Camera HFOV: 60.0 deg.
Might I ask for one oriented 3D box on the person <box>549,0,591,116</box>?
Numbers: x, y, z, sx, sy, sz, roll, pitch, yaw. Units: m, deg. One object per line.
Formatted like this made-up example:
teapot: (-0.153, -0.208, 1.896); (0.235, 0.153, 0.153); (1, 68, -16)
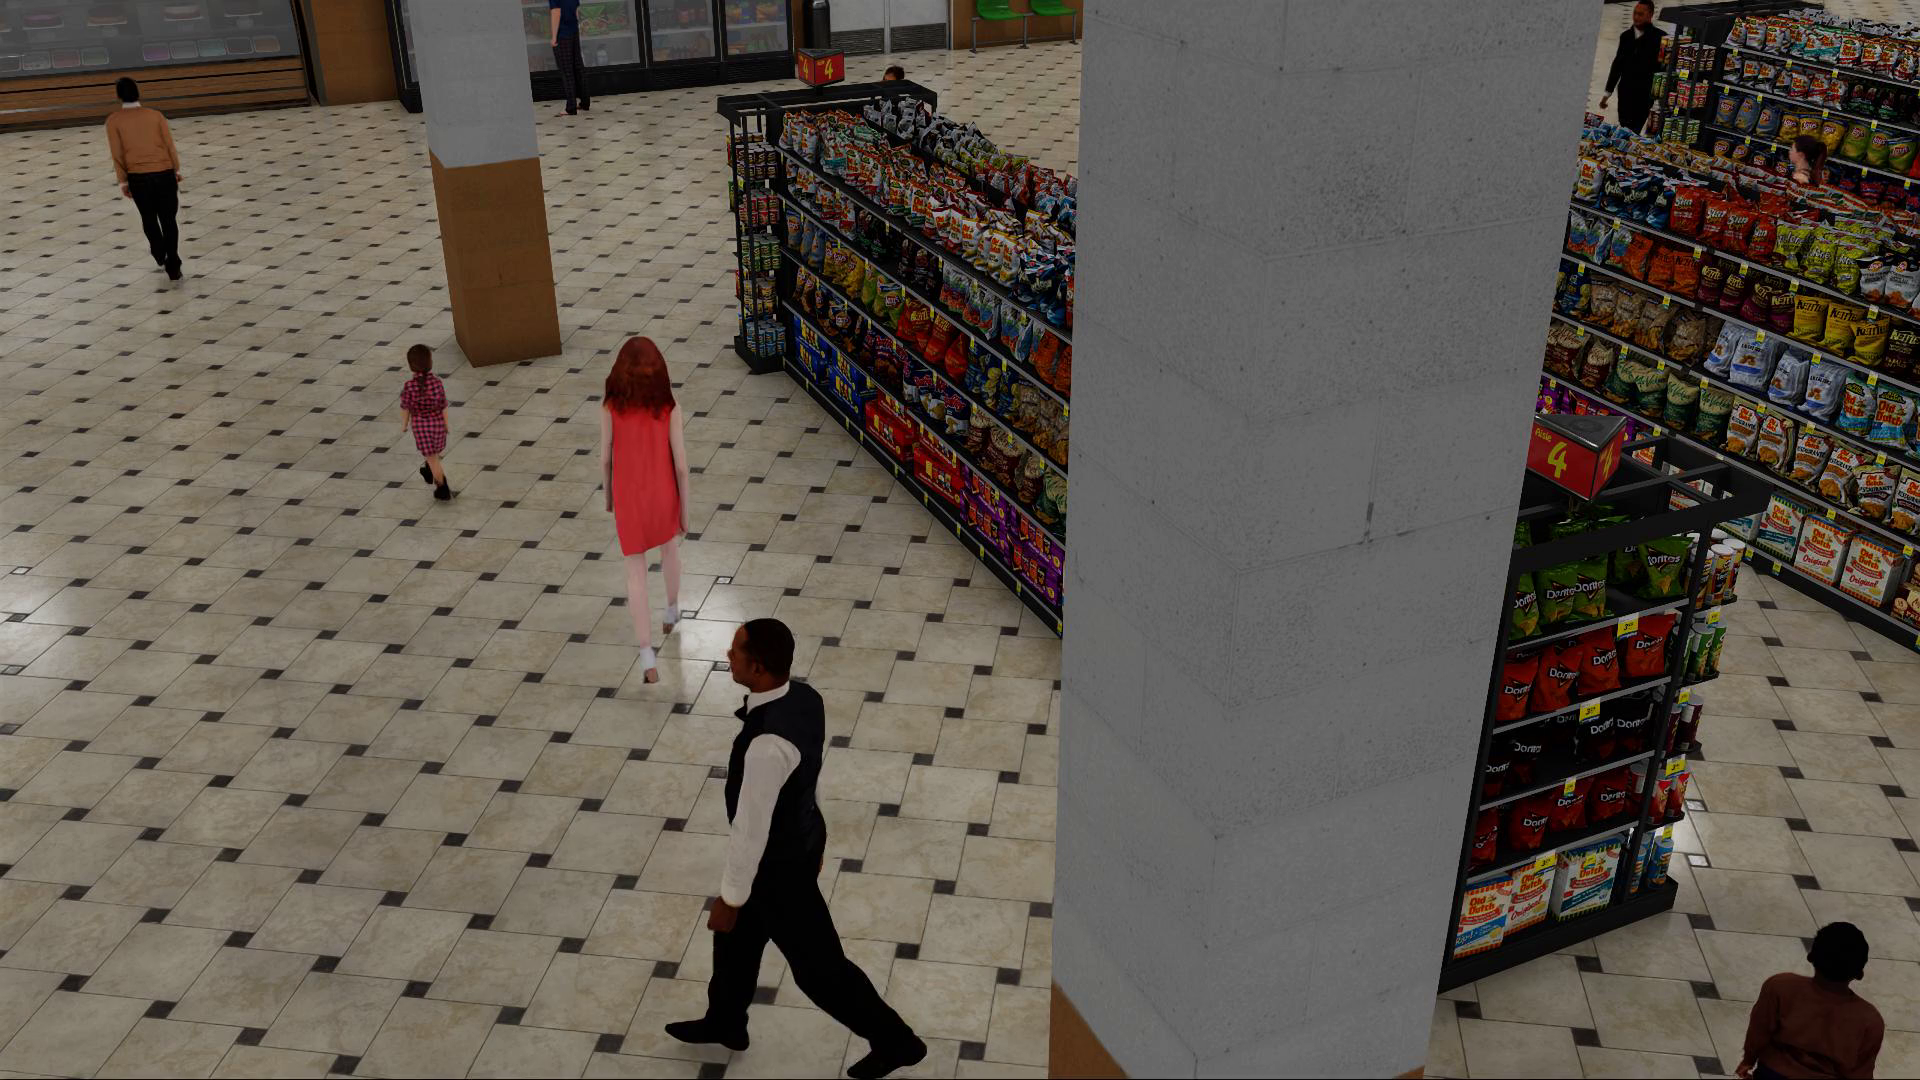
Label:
person: (-4.817, -6.178, 20.354); (0.757, 1.871, 0.732); (13, 30, 24)

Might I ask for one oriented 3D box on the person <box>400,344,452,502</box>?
person: (-3.376, -0.724, 10.560); (0.529, 1.001, 0.767); (-19, 32, -33)

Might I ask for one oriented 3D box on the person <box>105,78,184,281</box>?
person: (-7.009, -3.085, 14.431); (0.733, 1.711, 1.191); (-9, 28, -17)

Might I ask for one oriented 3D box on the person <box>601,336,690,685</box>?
person: (-1.609, -0.114, 8.489); (0.785, 1.785, 1.201); (-5, 27, -10)

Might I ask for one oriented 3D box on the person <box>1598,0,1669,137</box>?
person: (7.118, -4.656, 17.343); (0.896, 1.879, 0.723); (-17, 31, -30)

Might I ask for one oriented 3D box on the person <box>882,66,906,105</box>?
person: (-0.623, -3.570, 15.443); (0.799, 1.660, 0.509); (-4, 27, -8)

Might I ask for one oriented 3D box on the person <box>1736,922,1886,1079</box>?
person: (2.686, 1.785, 5.368); (0.903, 1.222, 0.890); (15, 31, 27)

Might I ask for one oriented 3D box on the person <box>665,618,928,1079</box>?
person: (-0.544, 1.161, 5.861); (1.155, 1.889, 1.290); (2, 27, 3)

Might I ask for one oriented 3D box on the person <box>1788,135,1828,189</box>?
person: (6.624, -2.377, 13.160); (0.653, 1.597, 0.771); (-20, 33, -35)
